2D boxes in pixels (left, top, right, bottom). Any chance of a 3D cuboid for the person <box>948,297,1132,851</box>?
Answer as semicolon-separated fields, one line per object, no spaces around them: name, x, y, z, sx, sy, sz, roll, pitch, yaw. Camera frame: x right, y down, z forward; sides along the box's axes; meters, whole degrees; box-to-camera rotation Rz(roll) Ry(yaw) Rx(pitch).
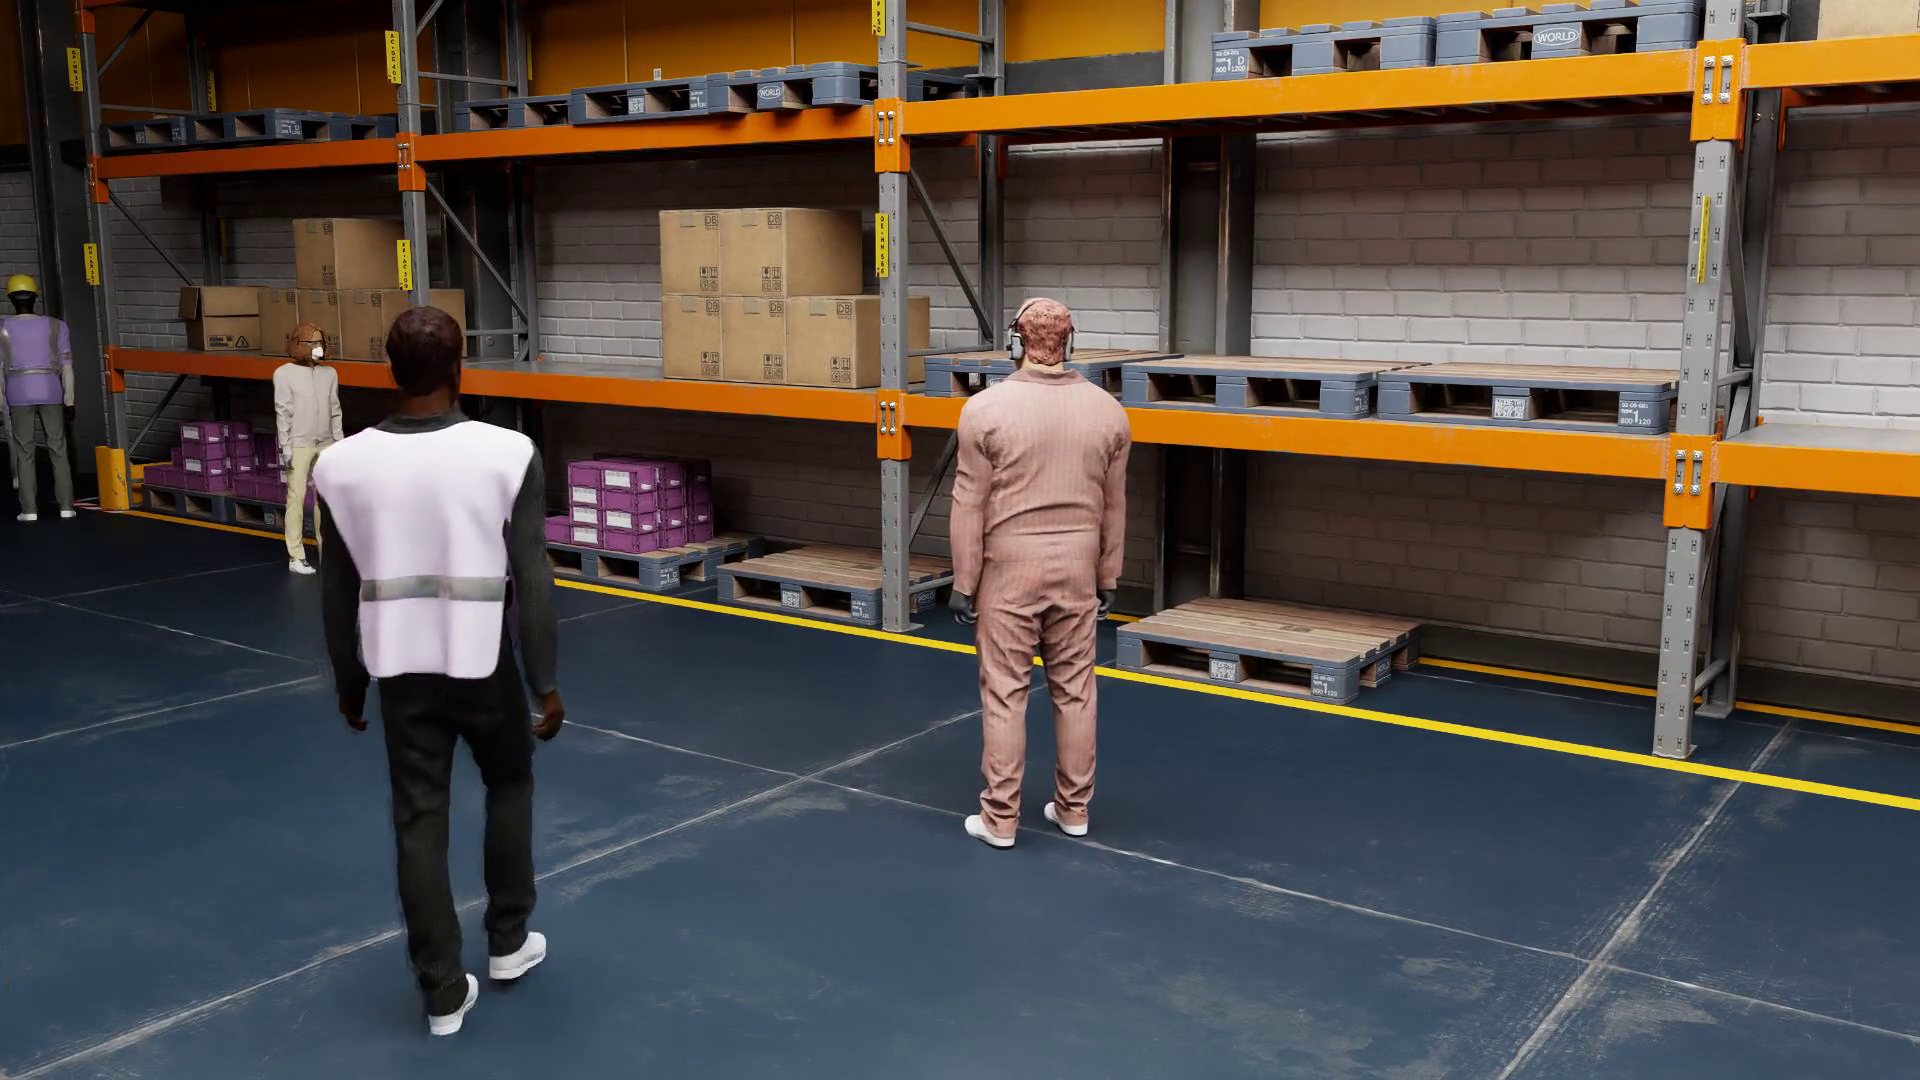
person;0.263;0.117;5.781;0.647;1.901;0.402;-4;10;-21

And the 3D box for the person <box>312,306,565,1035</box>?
person;-1.374;0.325;4.509;0.636;1.896;0.704;-1;10;-4

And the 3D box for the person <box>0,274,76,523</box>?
person;-7.187;-1.090;12.899;0.585;1.917;0.380;-7;12;-35

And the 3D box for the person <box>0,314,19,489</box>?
person;-8.560;-1.372;14.719;0.508;1.872;0.329;-4;11;-25

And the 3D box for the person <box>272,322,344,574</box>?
person;-4.227;-0.597;10.834;0.277;1.629;0.497;6;11;30
